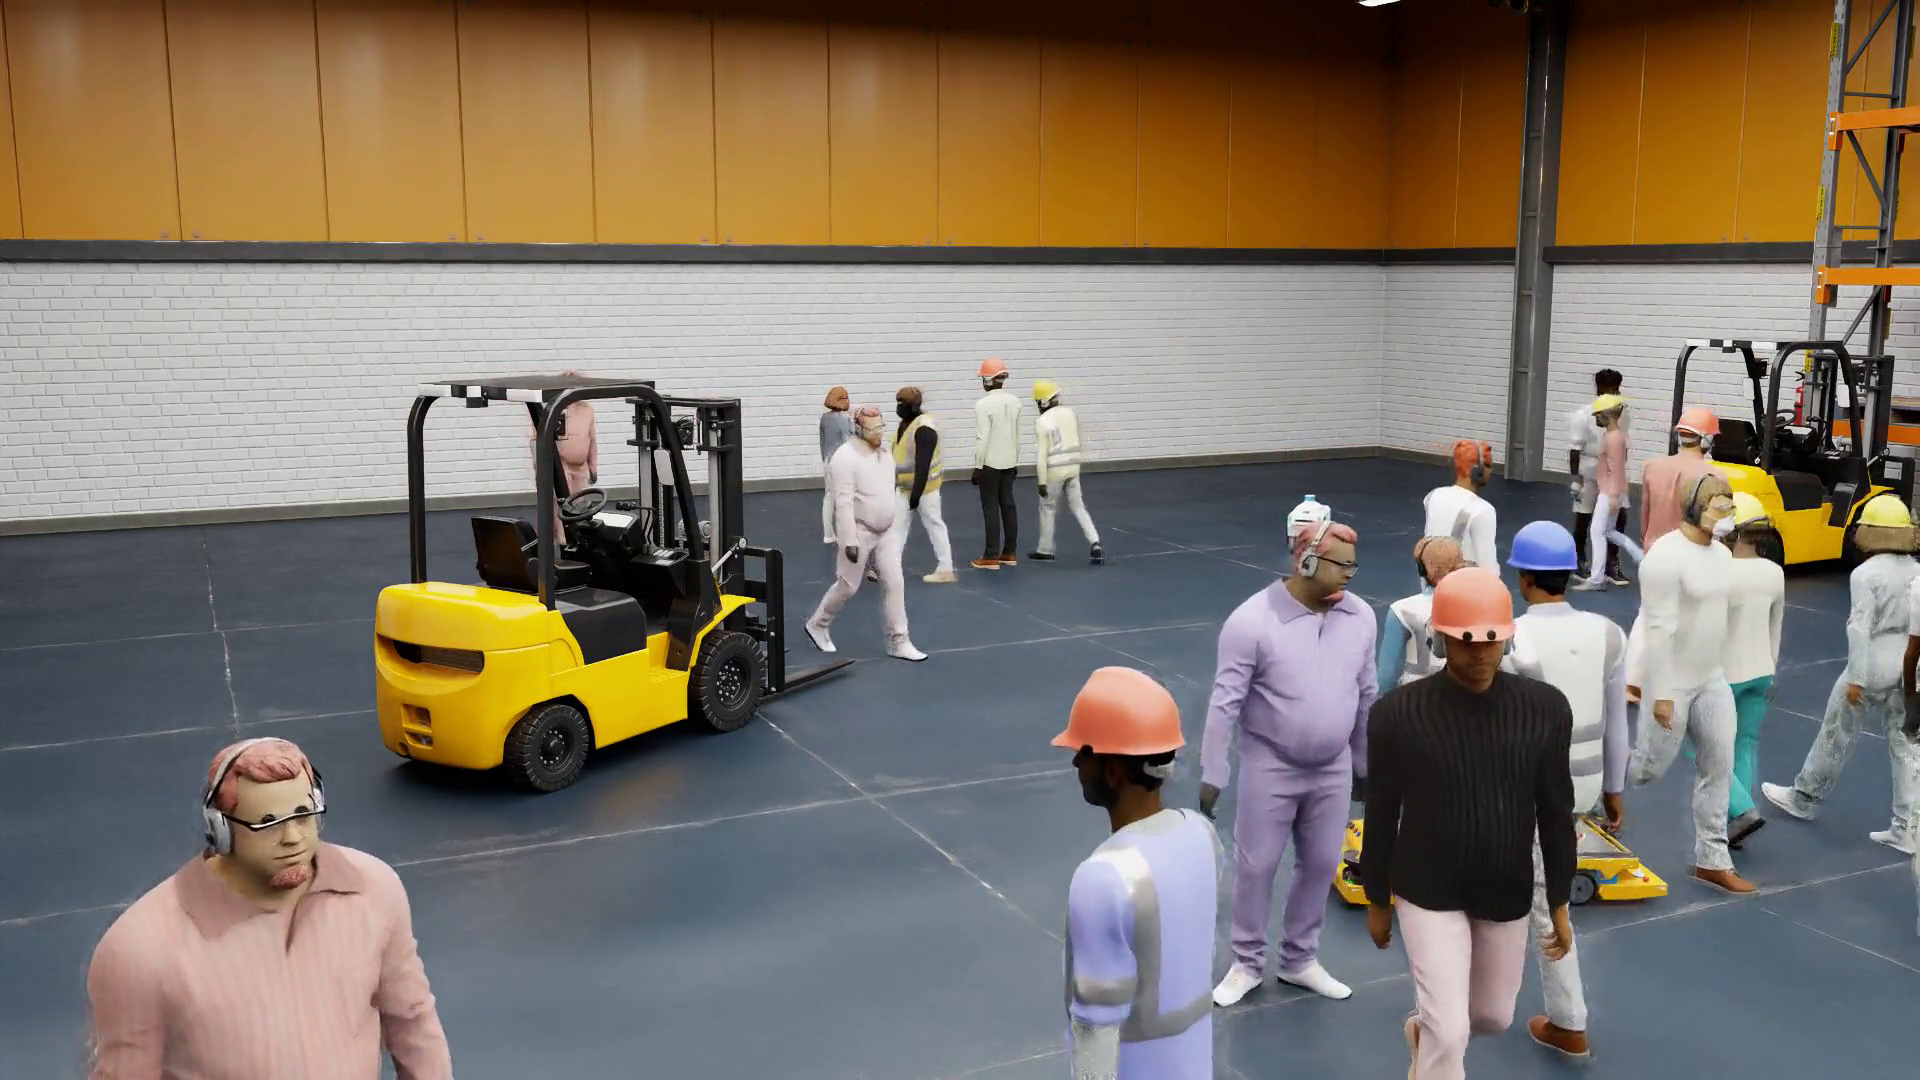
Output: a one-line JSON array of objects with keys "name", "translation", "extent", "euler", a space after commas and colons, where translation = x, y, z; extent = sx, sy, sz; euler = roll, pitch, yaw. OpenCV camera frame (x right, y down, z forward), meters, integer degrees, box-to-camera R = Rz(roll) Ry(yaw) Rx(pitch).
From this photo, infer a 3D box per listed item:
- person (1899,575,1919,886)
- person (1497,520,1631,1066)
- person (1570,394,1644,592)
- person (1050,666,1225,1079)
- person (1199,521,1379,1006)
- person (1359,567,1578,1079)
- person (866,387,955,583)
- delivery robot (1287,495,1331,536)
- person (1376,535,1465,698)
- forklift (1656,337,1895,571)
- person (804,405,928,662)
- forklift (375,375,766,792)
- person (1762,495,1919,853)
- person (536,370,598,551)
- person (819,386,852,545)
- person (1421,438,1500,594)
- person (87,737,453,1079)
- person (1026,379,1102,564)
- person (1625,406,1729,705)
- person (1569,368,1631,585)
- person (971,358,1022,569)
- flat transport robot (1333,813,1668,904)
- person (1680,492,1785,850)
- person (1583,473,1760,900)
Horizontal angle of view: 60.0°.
[{"name": "person", "translation": [4.302, 0.746, 7.061], "extent": [0.670, 1.840, 0.565], "euler": [-8, 12, -41]}, {"name": "person", "translation": [2.081, 0.868, 6.139], "extent": [0.638, 1.891, 0.983], "euler": [-3, 10, -18]}, {"name": "person", "translation": [5.750, -0.400, 14.504], "extent": [0.627, 1.733, 0.548], "euler": [4, 10, 25]}, {"name": "person", "translation": [0.401, 1.236, 3.778], "extent": [0.449, 1.920, 0.551], "euler": [7, 12, 38]}, {"name": "person", "translation": [1.260, 0.856, 6.271], "extent": [0.716, 1.892, 0.405], "euler": [-3, 10, -18]}, {"name": "person", "translation": [1.497, 1.018, 5.029], "extent": [0.607, 1.965, 0.892], "euler": [-1, 9, -4]}, {"name": "person", "translation": [-0.423, -0.468, 14.764], "extent": [0.897, 1.791, 0.653], "euler": [-5, 10, -29]}, {"name": "delivery robot", "translation": [3.507, -0.210, 16.694], "extent": [0.477, 0.478, 0.707], "euler": [3, 10, 20]}, {"name": "person", "translation": [2.122, 0.779, 7.511], "extent": [0.538, 1.618, 0.562], "euler": [-1, 9, -5]}, {"name": "forklift", "translation": [7.551, -0.789, 15.507], "extent": [2.313, 2.155, 1.214], "euler": [-4, 10, -25]}, {"name": "person", "translation": [-0.722, -0.058, 12.005], "extent": [0.930, 1.865, 0.650], "euler": [7, 12, 38]}, {"name": "forklift", "translation": [-2.268, 0.149, 9.685], "extent": [1.214, 2.155, 2.313], "euler": [6, 11, 32]}, {"name": "person", "translation": [4.460, 0.625, 8.223], "extent": [0.512, 1.700, 0.859], "euler": [-3, 10, -20]}, {"name": "person", "translation": [-3.830, -0.707, 16.007], "extent": [0.748, 1.872, 0.661], "euler": [7, 11, 36]}, {"name": "person", "translation": [-1.243, -0.754, 17.026], "extent": [0.280, 1.633, 0.500], "euler": [-8, 12, -41]}, {"name": "person", "translation": [2.849, 0.354, 9.413], "extent": [0.416, 1.866, 0.601], "euler": [-3, 10, -16]}, {"name": "person", "translation": [-1.313, 1.325, 3.391], "extent": [0.952, 1.860, 0.679], "euler": [8, 12, 39]}, {"name": "person", "translation": [1.013, -0.643, 15.895], "extent": [0.629, 1.788, 0.753], "euler": [-9, 13, -44]}, {"name": "person", "translation": [4.637, 0.106, 10.746], "extent": [1.017, 1.952, 0.620], "euler": [-7, 12, -39]}, {"name": "person", "translation": [5.736, -0.553, 14.803], "extent": [0.656, 1.936, 0.718], "euler": [-2, 9, -13]}, {"name": "person", "translation": [0.326, -0.723, 15.720], "extent": [0.395, 1.990, 0.625], "euler": [8, 12, 40]}, {"name": "flat transport robot", "translation": [2.395, 1.442, 7.611], "extent": [1.431, 0.197, 0.652], "euler": [0, 9, -3]}, {"name": "person", "translation": [3.715, 0.644, 7.973], "extent": [0.542, 1.750, 0.411], "euler": [-4, 10, -25]}, {"name": "person", "translation": [3.245, 0.626, 7.629], "extent": [0.633, 1.911, 0.880], "euler": [-6, 11, -32]}]
